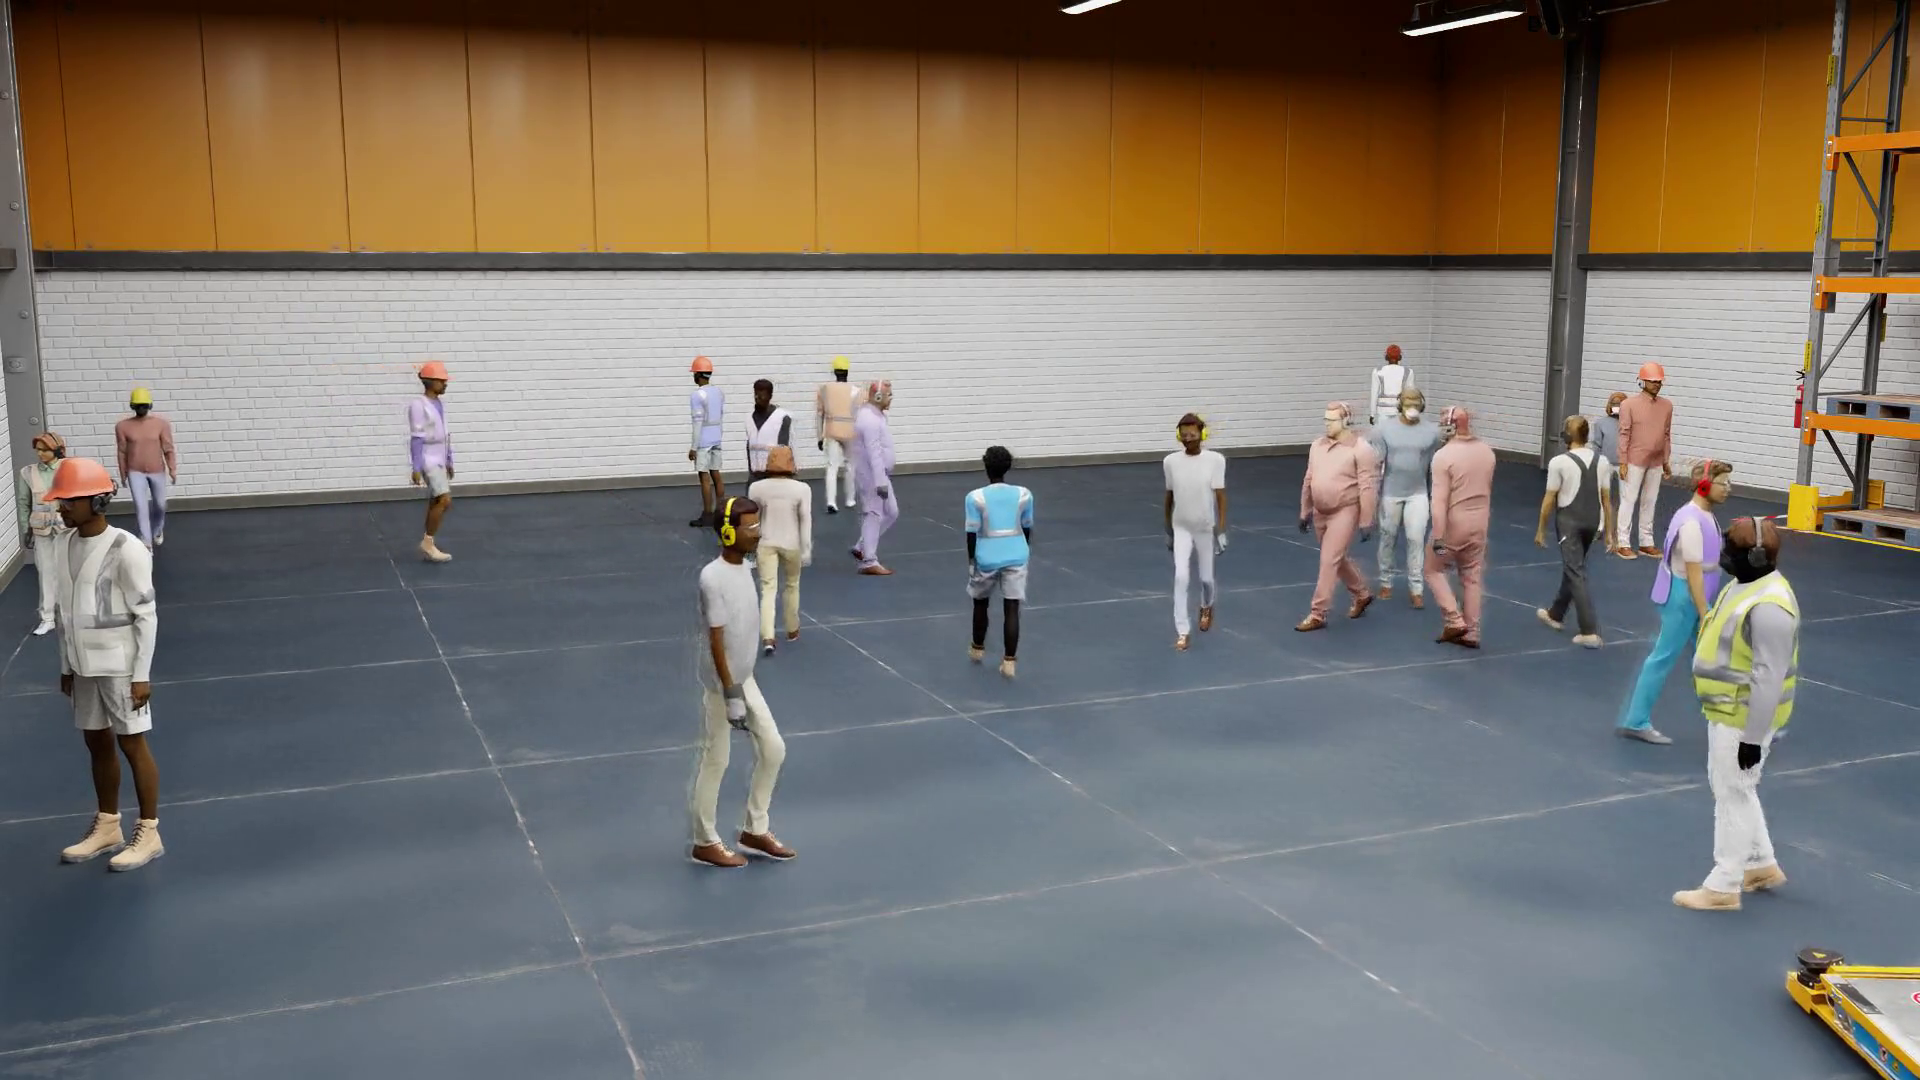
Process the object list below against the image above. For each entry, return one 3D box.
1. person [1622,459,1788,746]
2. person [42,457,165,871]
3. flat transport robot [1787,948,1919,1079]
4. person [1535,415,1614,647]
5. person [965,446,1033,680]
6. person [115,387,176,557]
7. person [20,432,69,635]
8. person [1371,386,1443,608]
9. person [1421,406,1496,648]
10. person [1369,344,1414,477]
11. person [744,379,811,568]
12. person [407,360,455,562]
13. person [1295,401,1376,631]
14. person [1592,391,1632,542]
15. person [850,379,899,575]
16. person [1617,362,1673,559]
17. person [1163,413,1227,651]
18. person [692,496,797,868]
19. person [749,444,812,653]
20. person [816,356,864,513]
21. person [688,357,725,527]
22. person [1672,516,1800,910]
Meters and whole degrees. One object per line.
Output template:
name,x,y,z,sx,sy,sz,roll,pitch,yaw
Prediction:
person,4.531,0.412,10.073,0.964,1.791,0.582,6,11,33
person,-4.209,0.608,8.148,0.609,2.043,0.397,4,10,25
flat transport robot,3.630,1.847,5.997,0.652,0.197,1.431,0,9,3
person,4.860,-0.086,13.142,0.511,1.799,0.972,-2,10,-14
person,0.262,0.140,12.129,0.540,1.660,0.815,-2,10,-11
person,-8.382,-0.722,17.143,0.529,1.742,0.741,-5,11,-28
person,-7.258,-0.052,13.380,0.514,1.637,0.315,-2,10,-11
person,3.893,-0.387,14.567,0.639,1.937,0.500,1,9,8
person,3.855,-0.094,12.890,0.660,1.884,0.434,-4,10,-25
person,5.935,-1.743,22.880,0.585,1.880,0.337,1,9,9
person,-1.851,-0.661,16.337,0.581,1.879,0.887,6,11,33
person,-5.211,-0.768,16.537,0.483,2.024,0.654,1,9,9
person,3.117,-0.218,13.700,0.955,1.868,0.655,-6,11,-33
person,7.040,-0.784,17.864,0.498,1.625,0.302,5,11,29
person,-0.791,-0.593,15.900,0.421,1.887,0.641,1,9,4
person,6.935,-0.802,16.838,0.613,1.994,0.381,-3,10,-17
person,1.853,-0.098,13.066,0.522,1.840,0.801,2,10,12
person,-1.064,0.709,8.093,0.641,1.853,0.501,3,10,19
person,-1.400,0.056,12.857,0.510,1.593,0.833,0,9,2
person,-1.452,-1.276,20.057,0.600,1.888,0.964,1,9,6
person,-2.912,-1.110,18.904,0.385,1.933,0.555,5,10,27
person,3.592,0.799,7.653,0.436,1.850,0.634,3,10,16
